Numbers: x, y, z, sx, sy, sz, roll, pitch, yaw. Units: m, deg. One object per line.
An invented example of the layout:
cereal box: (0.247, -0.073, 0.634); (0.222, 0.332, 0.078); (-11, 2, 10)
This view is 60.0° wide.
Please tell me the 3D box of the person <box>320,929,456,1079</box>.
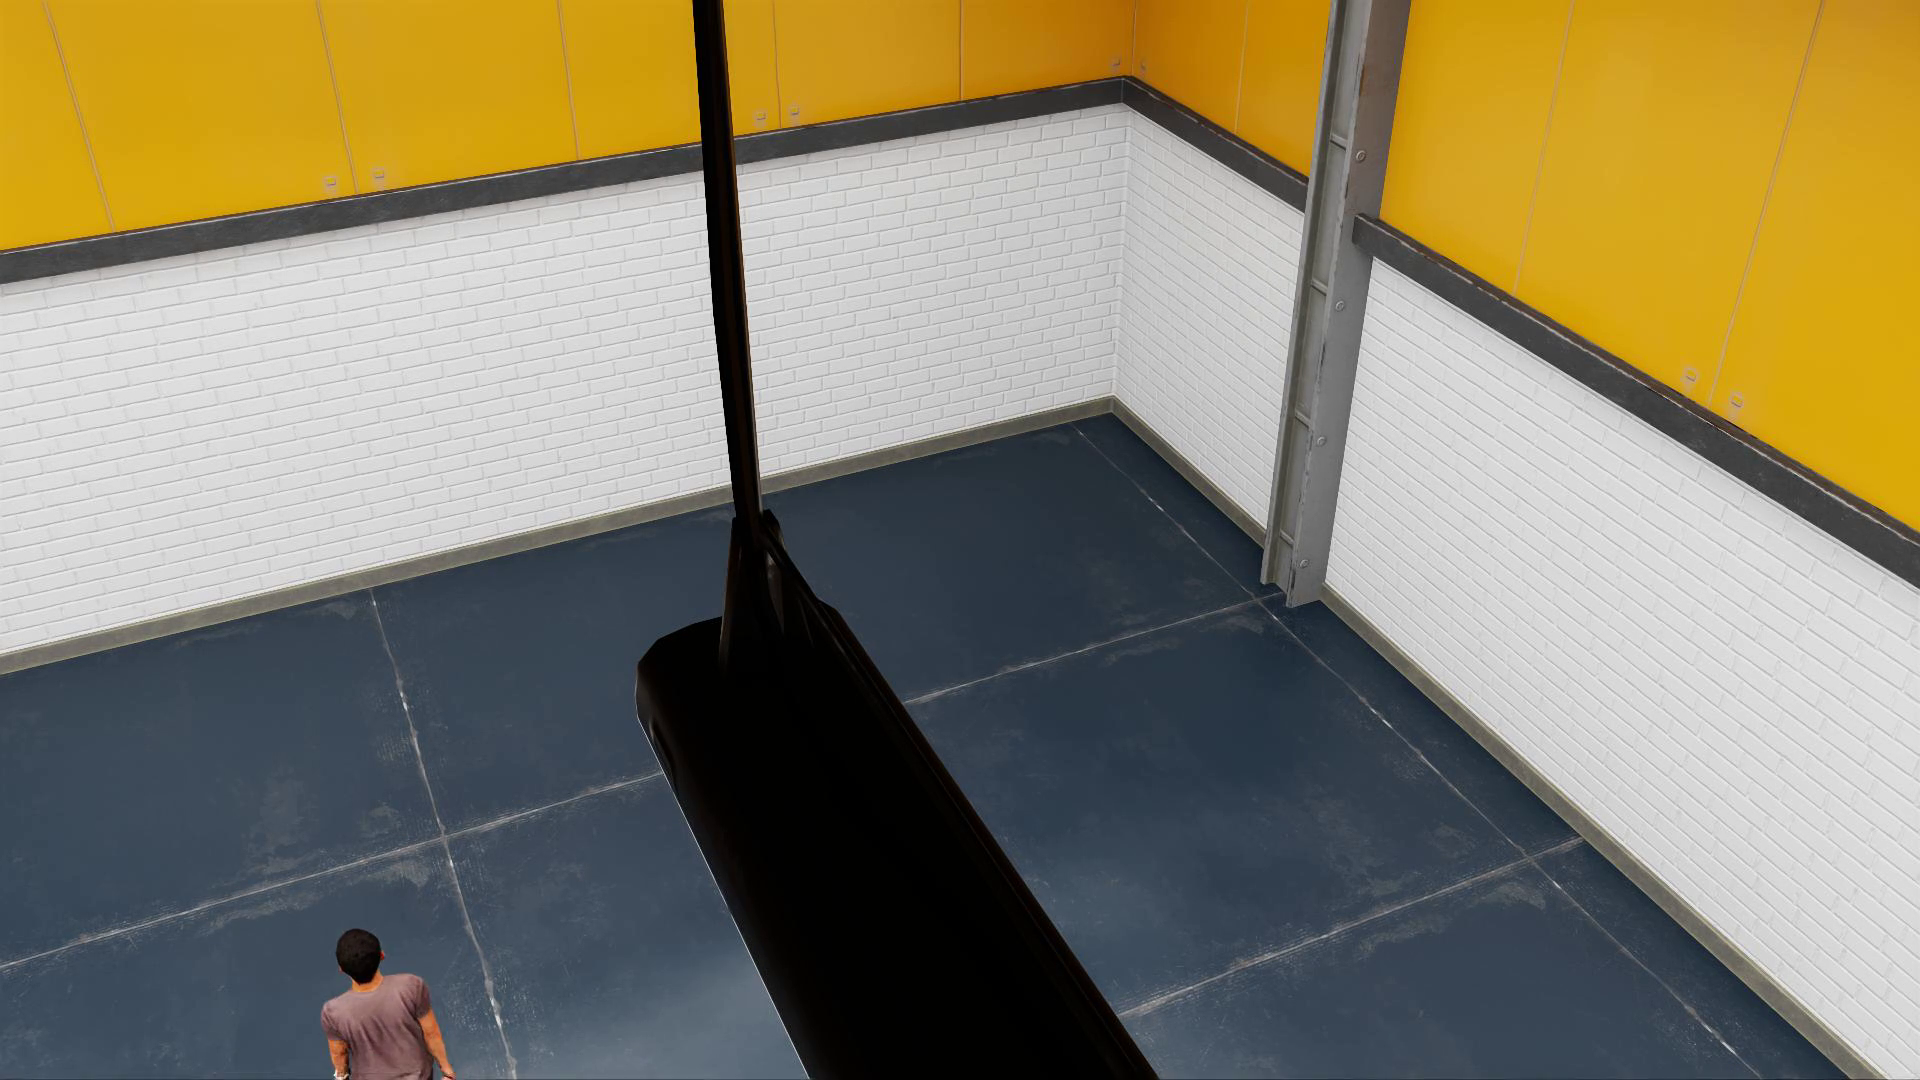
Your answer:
person: (-2.602, 2.541, 7.715); (0.672, 1.765, 0.775); (-16, 37, -23)
